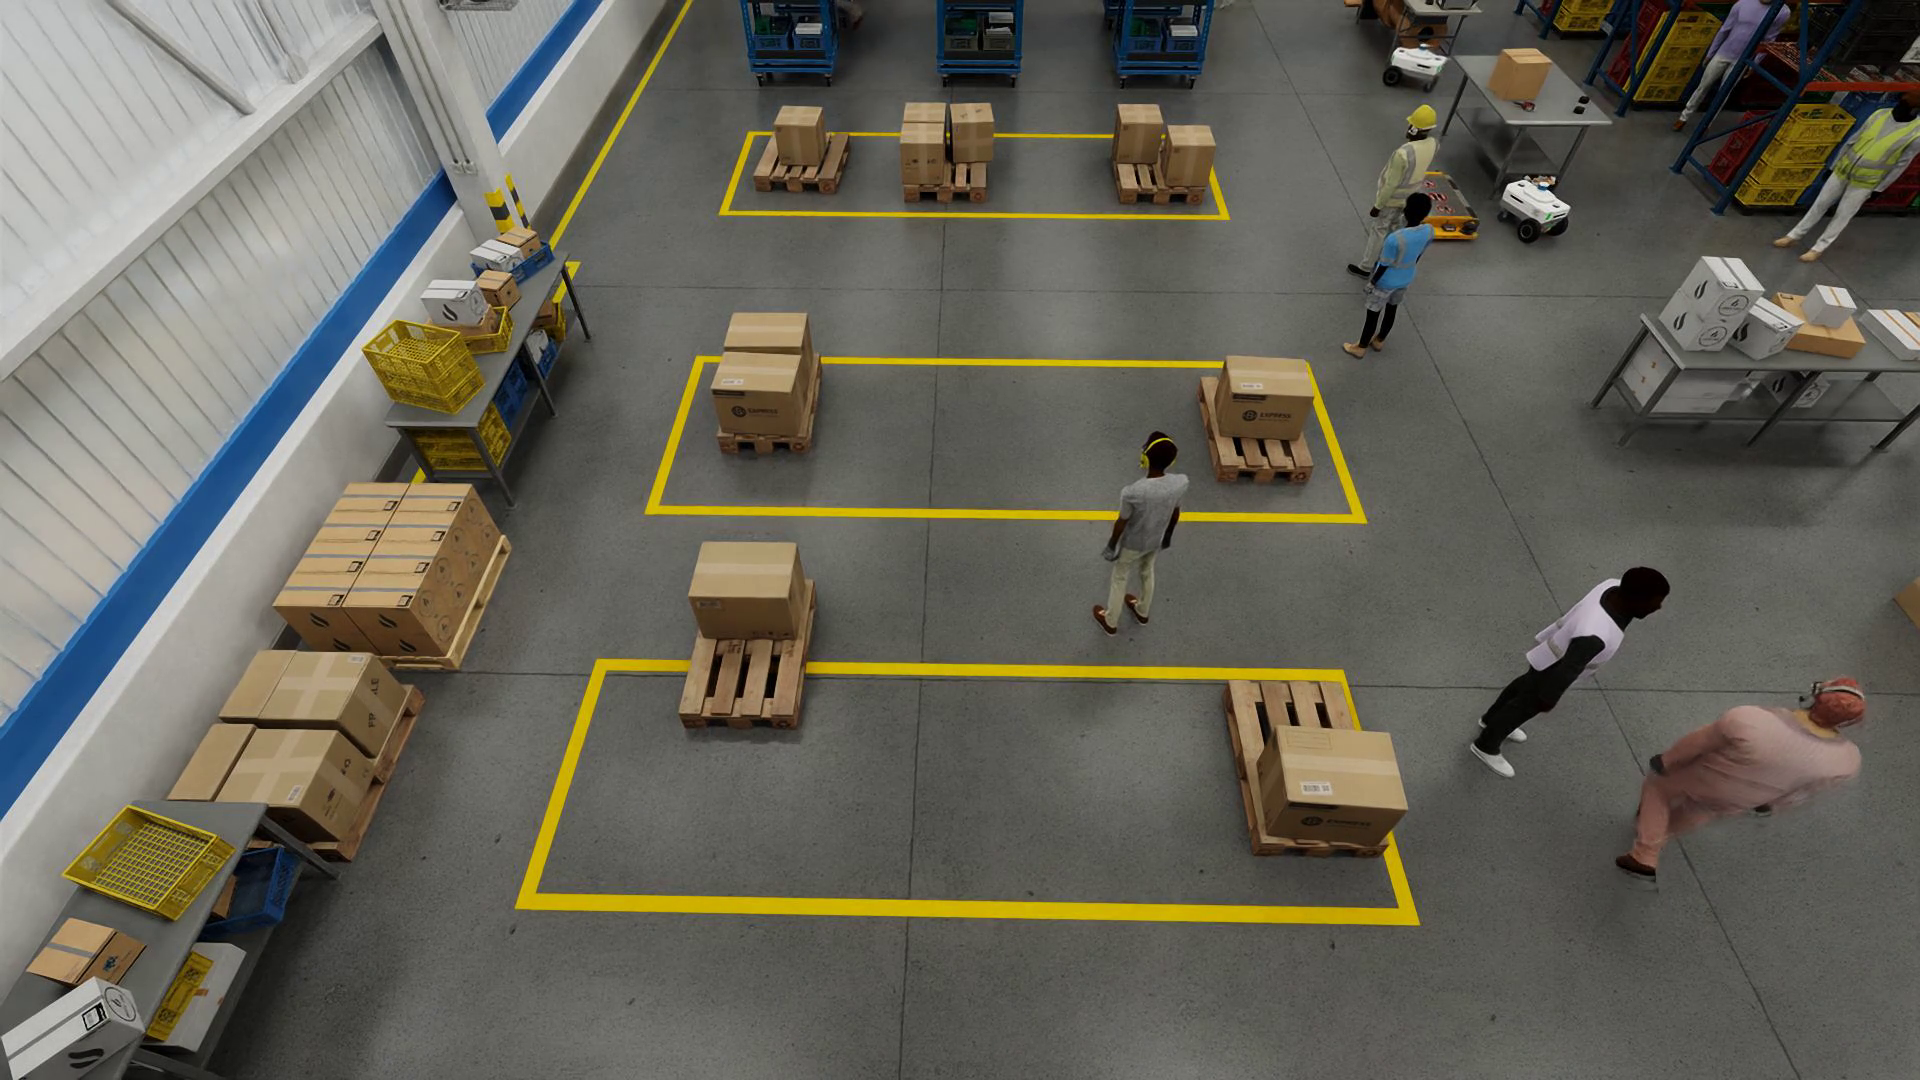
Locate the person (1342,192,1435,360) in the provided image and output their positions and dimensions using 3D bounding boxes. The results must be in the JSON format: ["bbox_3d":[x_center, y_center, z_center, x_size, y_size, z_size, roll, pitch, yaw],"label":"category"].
[{"bbox_3d":[4.108,-2.490,8.733,0.532,1.697,0.319,-20,52,-17],"label":"person"}]

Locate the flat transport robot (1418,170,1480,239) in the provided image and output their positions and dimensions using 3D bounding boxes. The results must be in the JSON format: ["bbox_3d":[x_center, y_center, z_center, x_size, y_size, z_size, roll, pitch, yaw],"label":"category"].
[{"bbox_3d":[5.692,-4.094,11.059,0.652,0.197,1.431,1,49,1],"label":"flat transport robot"}]

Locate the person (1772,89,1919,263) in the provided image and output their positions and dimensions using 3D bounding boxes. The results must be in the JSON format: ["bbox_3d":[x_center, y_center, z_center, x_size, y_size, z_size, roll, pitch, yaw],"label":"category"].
[{"bbox_3d":[9.651,-3.904,9.865,0.430,1.840,0.625,-15,51,-12],"label":"person"}]

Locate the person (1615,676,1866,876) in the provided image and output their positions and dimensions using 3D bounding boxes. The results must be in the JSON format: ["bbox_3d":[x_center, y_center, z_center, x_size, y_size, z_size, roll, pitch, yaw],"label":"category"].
[{"bbox_3d":[4.396,1.383,5.255,0.665,1.888,0.611,18,52,15],"label":"person"}]

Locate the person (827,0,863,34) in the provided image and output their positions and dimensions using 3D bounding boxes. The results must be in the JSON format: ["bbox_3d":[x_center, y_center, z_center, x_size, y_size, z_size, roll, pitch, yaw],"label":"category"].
[{"bbox_3d":[-1.912,-8.737,13.971,0.578,1.955,0.643,-24,53,-20],"label":"person"}]

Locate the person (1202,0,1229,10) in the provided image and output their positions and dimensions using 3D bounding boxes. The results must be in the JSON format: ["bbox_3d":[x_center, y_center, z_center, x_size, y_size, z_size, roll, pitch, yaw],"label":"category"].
[{"bbox_3d":[4.238,-9.429,14.782,0.368,1.629,0.534,-11,50,-9],"label":"person"}]

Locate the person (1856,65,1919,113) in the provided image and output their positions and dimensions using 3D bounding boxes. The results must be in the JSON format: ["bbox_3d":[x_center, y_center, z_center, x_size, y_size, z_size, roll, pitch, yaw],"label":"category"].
[{"bbox_3d":[11.951,-5.936,11.619,0.679,1.856,0.408,2,49,2],"label":"person"}]

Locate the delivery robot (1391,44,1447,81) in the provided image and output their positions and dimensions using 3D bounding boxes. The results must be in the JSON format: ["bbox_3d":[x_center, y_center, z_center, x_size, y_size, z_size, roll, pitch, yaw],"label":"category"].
[{"bbox_3d":[6.612,-6.899,13.240,0.707,0.478,0.477,27,54,21],"label":"delivery robot"}]

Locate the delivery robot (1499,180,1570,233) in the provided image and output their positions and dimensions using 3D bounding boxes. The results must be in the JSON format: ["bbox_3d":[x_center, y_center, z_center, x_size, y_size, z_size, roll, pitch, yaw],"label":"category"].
[{"bbox_3d":[6.679,-3.915,10.658,0.477,0.478,0.707,-18,52,-15],"label":"delivery robot"}]

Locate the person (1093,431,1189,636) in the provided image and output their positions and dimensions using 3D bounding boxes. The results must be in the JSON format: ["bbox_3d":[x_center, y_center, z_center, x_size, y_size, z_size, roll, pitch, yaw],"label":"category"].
[{"bbox_3d":[1.276,-0.006,6.480,0.526,1.860,0.317,-16,51,-14],"label":"person"}]

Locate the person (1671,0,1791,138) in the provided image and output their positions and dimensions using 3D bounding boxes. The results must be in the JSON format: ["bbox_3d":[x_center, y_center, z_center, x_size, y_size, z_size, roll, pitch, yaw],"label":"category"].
[{"bbox_3d":[9.955,-6.210,11.802,0.626,1.932,0.364,35,57,26],"label":"person"}]

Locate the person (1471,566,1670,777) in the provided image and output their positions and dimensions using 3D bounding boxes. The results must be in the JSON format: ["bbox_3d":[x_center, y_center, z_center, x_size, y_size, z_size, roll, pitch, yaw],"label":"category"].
[{"bbox_3d":[3.762,0.790,5.750,0.398,1.920,0.590,31,56,24],"label":"person"}]

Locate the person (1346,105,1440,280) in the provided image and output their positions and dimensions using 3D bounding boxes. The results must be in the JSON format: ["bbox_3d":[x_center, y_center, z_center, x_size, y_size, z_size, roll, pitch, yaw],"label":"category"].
[{"bbox_3d":[4.566,-3.625,9.626,0.600,1.831,0.404,-27,54,-22],"label":"person"}]
